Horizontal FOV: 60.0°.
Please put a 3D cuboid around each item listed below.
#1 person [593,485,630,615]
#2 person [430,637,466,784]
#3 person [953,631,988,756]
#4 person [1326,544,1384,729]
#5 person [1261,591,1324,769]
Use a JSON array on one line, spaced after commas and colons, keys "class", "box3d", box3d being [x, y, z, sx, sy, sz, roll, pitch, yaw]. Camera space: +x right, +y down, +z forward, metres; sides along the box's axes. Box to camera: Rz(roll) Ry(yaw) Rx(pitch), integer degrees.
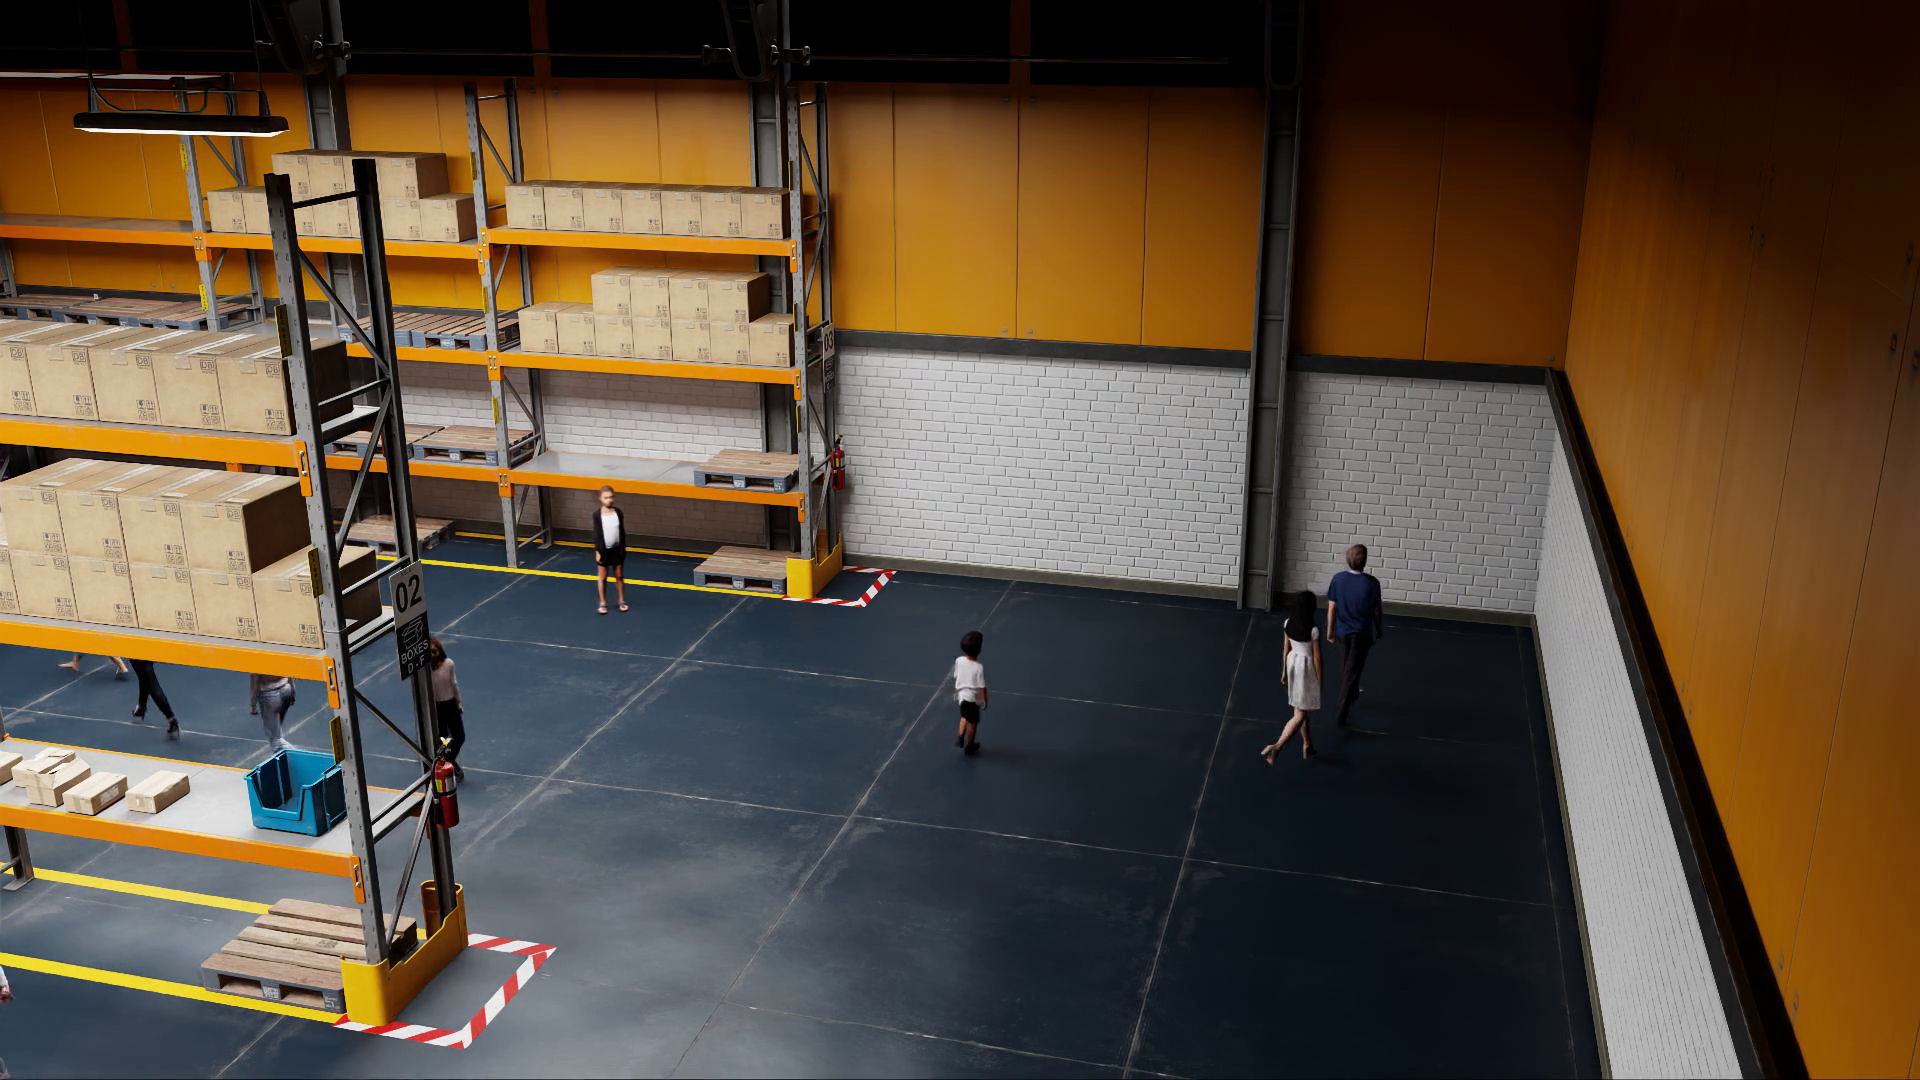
[{"class": "person", "box3d": [-4.123, 0.094, 19.583, 0.606, 1.553, 0.682, -6, 20, -17]}, {"class": "person", "box3d": [-4.828, 1.550, 15.386, 0.650, 1.473, 0.677, -17, 25, -41]}, {"class": "person", "box3d": [0.062, 1.488, 15.913, 0.545, 1.253, 0.636, 12, 22, 32]}, {"class": "person", "box3d": [3.884, 0.990, 16.505, 1.244, 1.820, 1.008, 12, 22, 31]}, {"class": "person", "box3d": [3.153, 1.351, 15.552, 1.077, 1.744, 1.126, -15, 24, -38]}]
